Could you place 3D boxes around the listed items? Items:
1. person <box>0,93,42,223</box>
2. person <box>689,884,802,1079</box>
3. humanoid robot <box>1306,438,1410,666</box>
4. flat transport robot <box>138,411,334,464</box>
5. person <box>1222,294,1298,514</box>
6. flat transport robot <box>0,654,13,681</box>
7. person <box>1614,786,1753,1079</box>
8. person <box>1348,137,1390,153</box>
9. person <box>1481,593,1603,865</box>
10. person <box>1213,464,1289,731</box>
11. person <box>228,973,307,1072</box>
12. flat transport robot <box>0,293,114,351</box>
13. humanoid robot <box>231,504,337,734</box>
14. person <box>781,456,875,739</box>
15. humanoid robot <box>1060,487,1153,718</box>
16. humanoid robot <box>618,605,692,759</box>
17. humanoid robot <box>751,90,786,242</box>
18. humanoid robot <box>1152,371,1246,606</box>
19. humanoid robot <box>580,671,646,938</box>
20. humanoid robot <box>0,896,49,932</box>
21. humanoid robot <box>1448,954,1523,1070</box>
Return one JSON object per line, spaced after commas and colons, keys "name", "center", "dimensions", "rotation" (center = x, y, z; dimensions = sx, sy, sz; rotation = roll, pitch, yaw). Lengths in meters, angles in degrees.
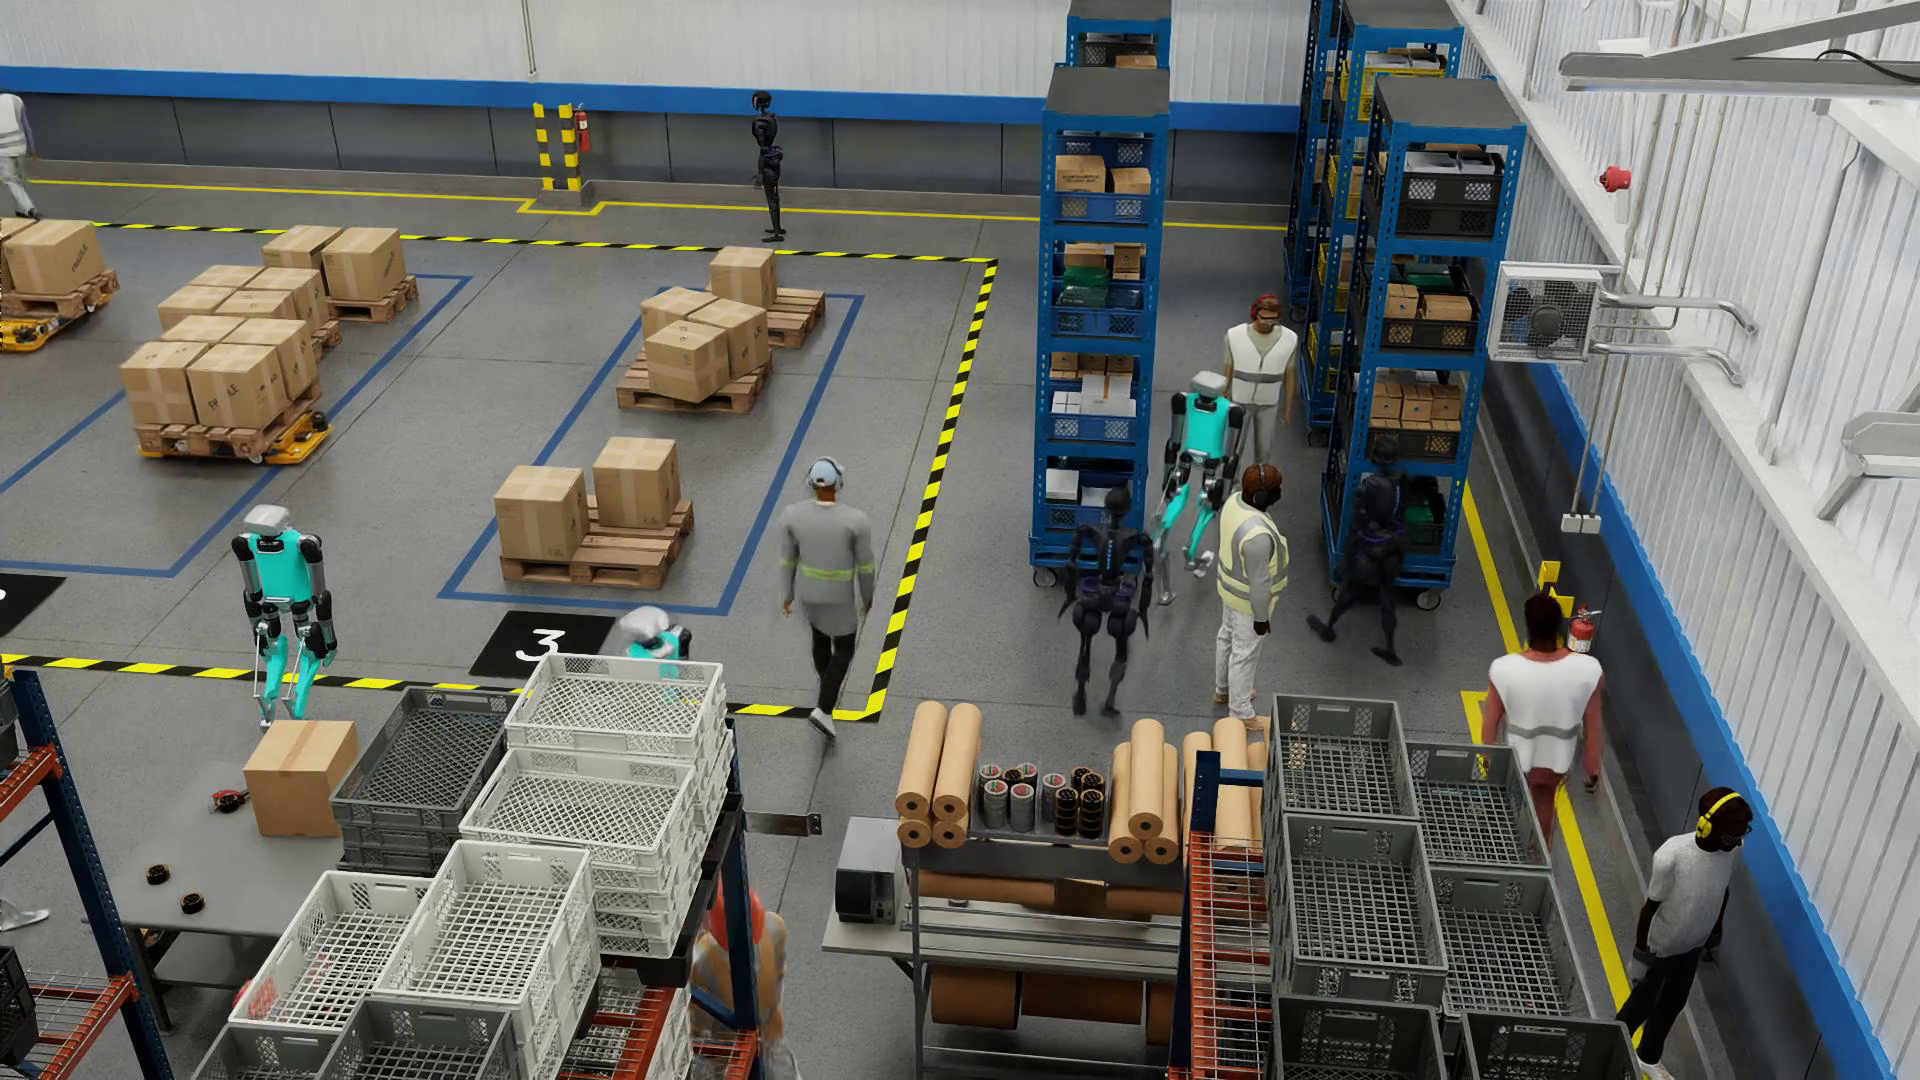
{"name": "person", "center": [-10.694, -4.394, 18.698], "dimensions": [0.773, 1.809, 0.598], "rotation": [20, 36, 31]}
{"name": "person", "center": [-1.000, 2.166, 7.333], "dimensions": [0.563, 1.899, 0.769], "rotation": [-22, 37, -33]}
{"name": "humanoid robot", "center": [2.762, 0.039, 11.225], "dimensions": [0.601, 1.631, 0.713], "rotation": [-19, 35, -30]}
{"name": "flat transport robot", "center": [-6.190, -0.914, 14.215], "dimensions": [1.431, 0.197, 0.652], "rotation": [3, 30, 6]}
{"name": "person", "center": [2.302, -1.057, 12.935], "dimensions": [0.561, 1.833, 0.423], "rotation": [1, 30, 1]}
{"name": "flat transport robot", "center": [-7.142, 0.969, 11.010], "dimensions": [1.431, 0.231, 0.659], "rotation": [3, 30, 6]}
{"name": "person", "center": [3.372, 1.911, 7.815], "dimensions": [0.513, 1.857, 0.335], "rotation": [-11, 32, -18]}
{"name": "person", "center": [4.364, -3.983, 17.935], "dimensions": [0.510, 1.864, 0.318], "rotation": [11, 32, 18]}
{"name": "person", "center": [3.141, 1.140, 9.125], "dimensions": [0.659, 1.872, 0.722], "rotation": [3, 30, 5]}
{"name": "person", "center": [1.836, 0.347, 10.514], "dimensions": [0.429, 1.844, 0.626], "rotation": [-4, 30, -7]}
{"name": "person", "center": [-2.680, 2.438, 6.774], "dimensions": [0.421, 1.991, 0.696], "rotation": [-26, 39, -37]}
{"name": "flat transport robot", "center": [-9.131, -2.265, 16.535], "dimensions": [0.652, 0.197, 1.431], "rotation": [3, 30, 6]}
{"name": "humanoid robot", "center": [-4.067, 0.661, 9.945], "dimensions": [0.533, 1.677, 0.735], "rotation": [3, 30, 5]}
{"name": "person", "center": [-0.859, 0.366, 10.506], "dimensions": [0.614, 1.822, 0.759], "rotation": [9, 31, 15]}
{"name": "humanoid robot", "center": [0.920, 0.413, 10.555], "dimensions": [0.591, 1.654, 0.381], "rotation": [6, 31, 11]}
{"name": "humanoid robot", "center": [-1.821, 1.123, 9.309], "dimensions": [0.682, 1.817, 0.533], "rotation": [19, 35, 29]}
{"name": "humanoid robot", "center": [-2.124, -4.127, 18.348], "dimensions": [0.315, 1.657, 0.599], "rotation": [2, 30, 4]}
{"name": "humanoid robot", "center": [1.606, -0.279, 11.704], "dimensions": [0.540, 1.733, 1.036], "rotation": [15, 33, 24]}
{"name": "humanoid robot", "center": [-1.797, 1.413, 8.851], "dimensions": [0.611, 1.652, 0.333], "rotation": [-23, 37, -34]}
{"name": "humanoid robot", "center": [-5.401, 1.496, 8.704], "dimensions": [0.878, 1.836, 0.558], "rotation": [-13, 33, -21]}
{"name": "humanoid robot", "center": [2.231, 2.249, 7.432], "dimensions": [0.608, 1.615, 0.660], "rotation": [1, 30, 2]}
